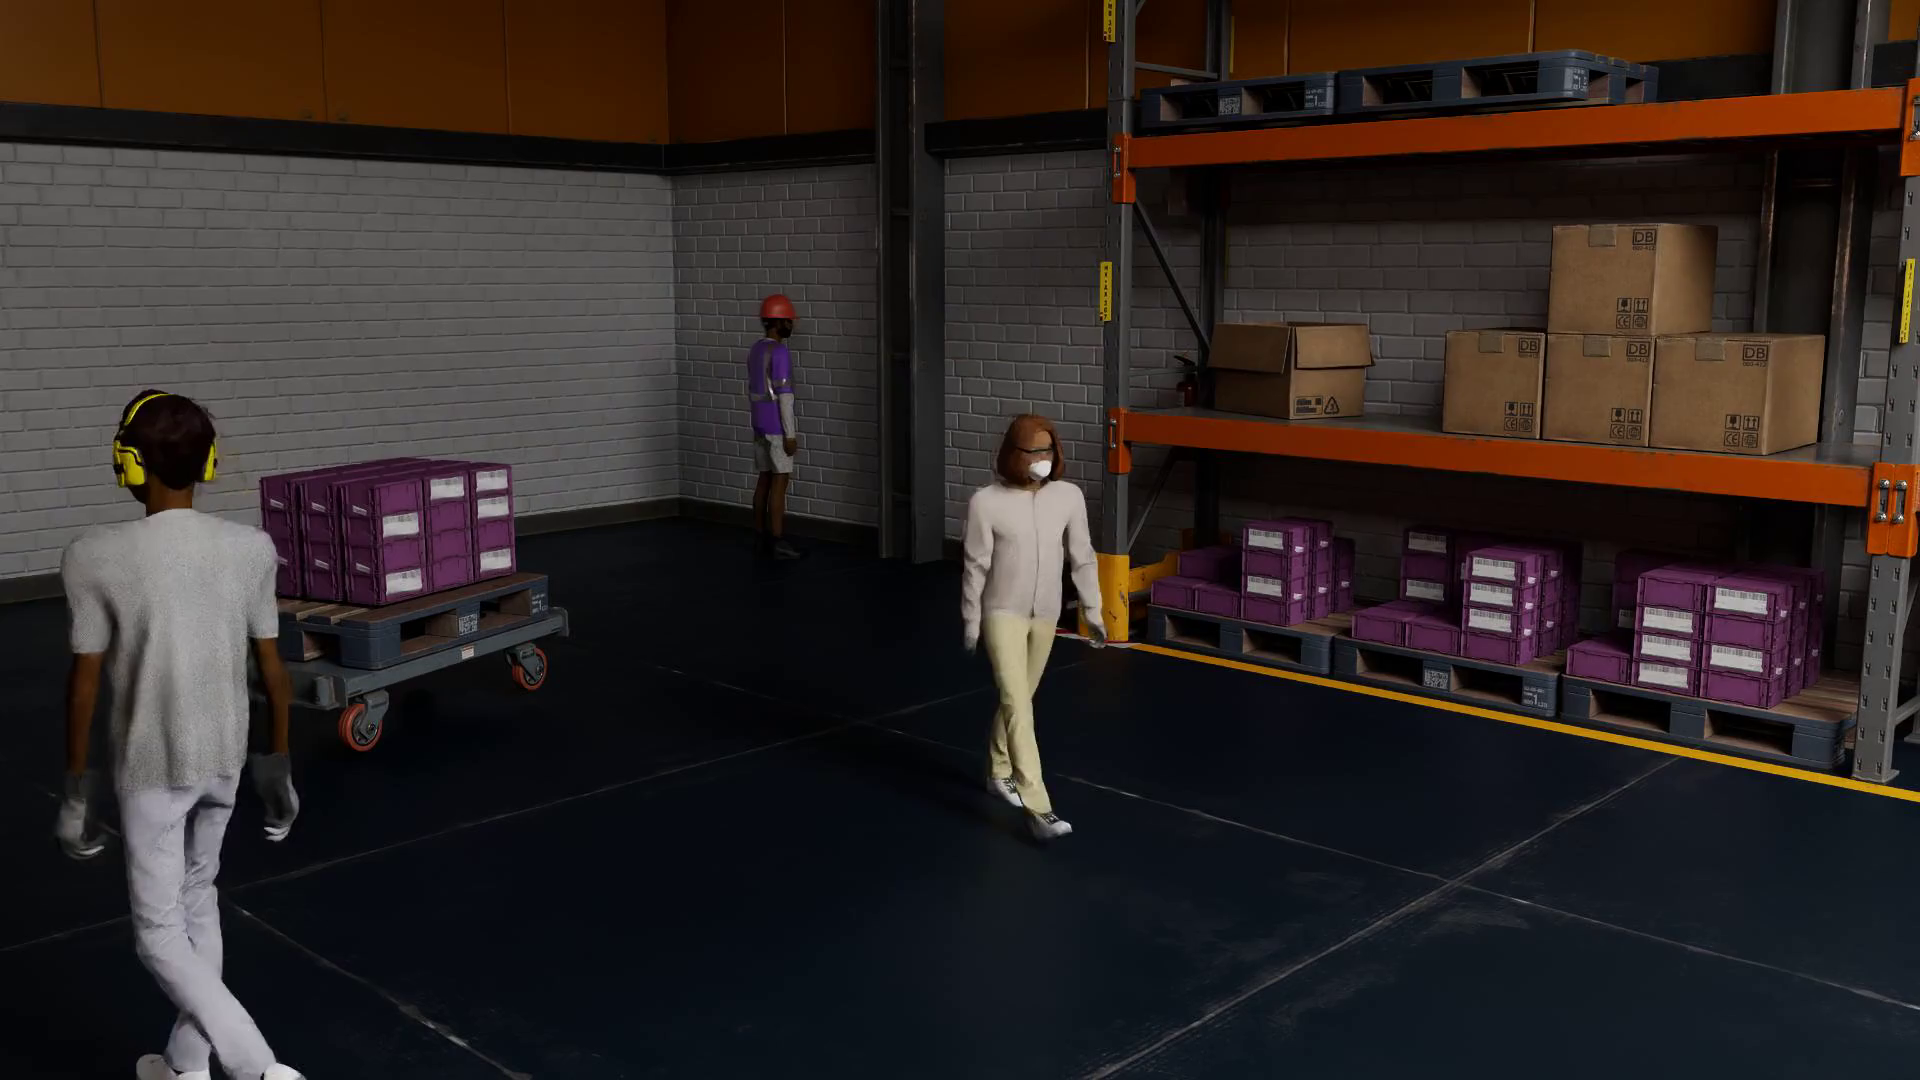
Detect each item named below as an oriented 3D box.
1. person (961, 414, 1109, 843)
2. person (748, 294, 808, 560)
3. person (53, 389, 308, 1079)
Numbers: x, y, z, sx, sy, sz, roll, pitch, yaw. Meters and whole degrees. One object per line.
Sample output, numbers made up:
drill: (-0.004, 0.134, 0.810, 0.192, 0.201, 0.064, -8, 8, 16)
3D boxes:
person: (0.276, 0.317, 6.277, 0.506, 1.578, 0.874, -5, 11, -29)
person: (-1.335, -0.827, 12.199, 0.373, 1.934, 0.551, -6, 11, -32)
person: (-1.833, 0.565, 3.964, 0.834, 1.844, 0.522, 7, 11, 36)
